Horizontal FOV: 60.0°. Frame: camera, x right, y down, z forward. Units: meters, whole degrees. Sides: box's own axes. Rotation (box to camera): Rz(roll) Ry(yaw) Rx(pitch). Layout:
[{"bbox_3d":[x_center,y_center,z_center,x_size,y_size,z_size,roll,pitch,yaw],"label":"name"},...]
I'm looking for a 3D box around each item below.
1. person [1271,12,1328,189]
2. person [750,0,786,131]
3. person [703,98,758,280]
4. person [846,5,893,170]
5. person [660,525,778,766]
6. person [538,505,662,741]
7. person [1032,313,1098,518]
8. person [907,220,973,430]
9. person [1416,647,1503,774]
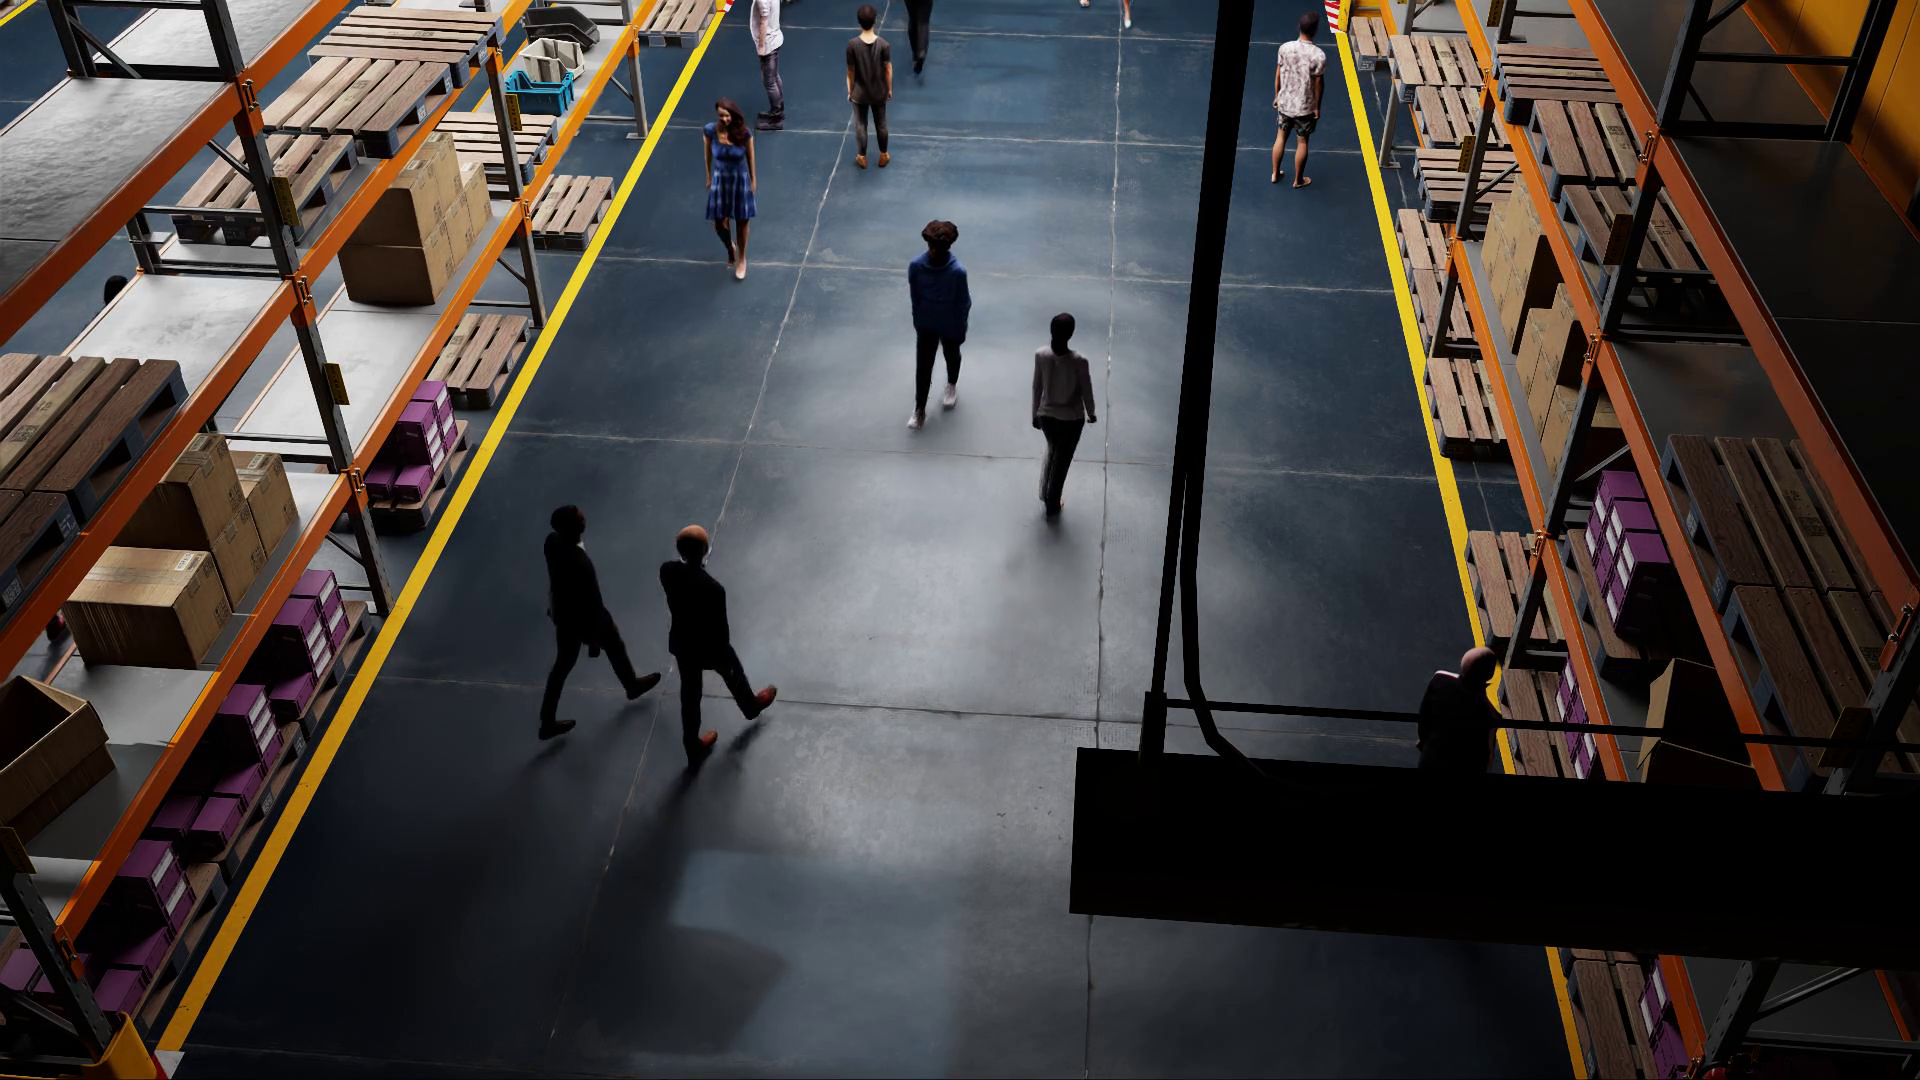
[{"bbox_3d":[3.453,-4.494,16.998,0.749,1.815,0.729,22,44,25],"label":"person"},{"bbox_3d":[-2.086,-5.412,18.134,0.711,1.832,0.525,2,39,2],"label":"person"},{"bbox_3d":[-2.122,-3.298,15.514,0.681,1.798,0.685,1,39,1],"label":"person"},{"bbox_3d":[-0.948,-4.719,17.363,0.659,1.712,0.587,-3,39,-4],"label":"person"},{"bbox_3d":[-1.683,0.718,10.507,1.006,1.770,1.166,20,43,24],"label":"person"},{"bbox_3d":[-2.517,0.566,10.712,1.135,1.753,1.268,31,48,33],"label":"person"},{"bbox_3d":[0.726,-0.888,12.527,0.708,1.759,0.750,18,42,21],"label":"person"},{"bbox_3d":[-0.143,-1.861,13.732,0.796,1.778,1.054,9,40,11],"label":"person"},{"bbox_3d":[2.851,1.332,9.685,0.824,1.837,0.739,-23,44,-26],"label":"person"}]
